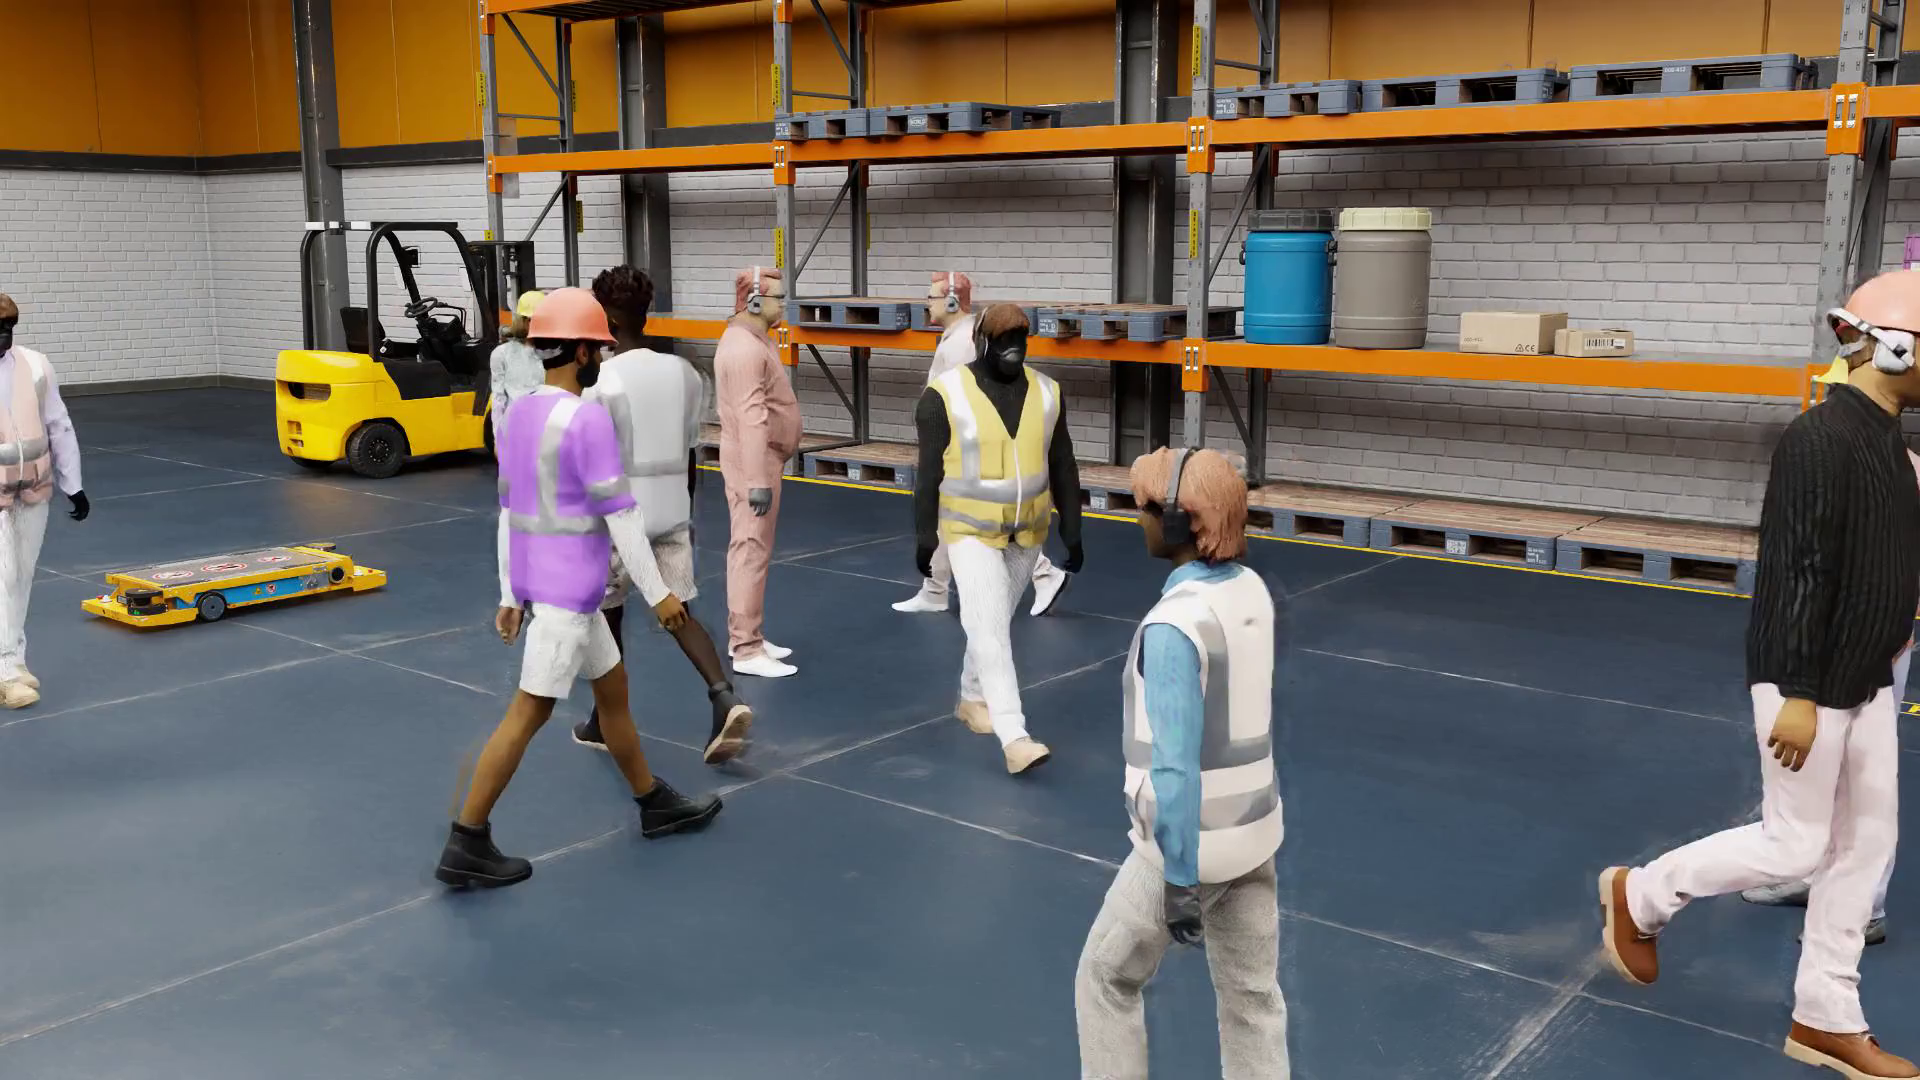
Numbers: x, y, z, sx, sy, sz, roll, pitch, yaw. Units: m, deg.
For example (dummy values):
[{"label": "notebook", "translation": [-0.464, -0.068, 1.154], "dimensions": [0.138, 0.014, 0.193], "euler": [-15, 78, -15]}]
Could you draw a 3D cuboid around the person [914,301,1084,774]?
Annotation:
[{"label": "person", "translation": [0.175, -0.030, 6.510], "dimensions": [0.644, 1.783, 1.008], "euler": [-5, 11, -26]}]

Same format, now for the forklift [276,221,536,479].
[{"label": "forklift", "translation": [-4.922, -1.741, 14.854], "dimensions": [1.214, 2.155, 2.313], "euler": [8, 13, 38]}]

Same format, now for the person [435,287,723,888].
[{"label": "person", "translation": [-1.270, 0.142, 5.327], "dimensions": [1.032, 1.885, 0.554], "euler": [-7, 12, -34]}]

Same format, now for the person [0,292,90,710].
[{"label": "person", "translation": [-4.157, -0.180, 7.299], "dimensions": [0.756, 1.806, 0.617], "euler": [6, 12, 31]}]

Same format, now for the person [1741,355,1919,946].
[{"label": "person", "translation": [2.554, 0.288, 4.791], "dimensions": [0.305, 1.772, 0.525], "euler": [0, 10, 0]}]

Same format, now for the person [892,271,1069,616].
[{"label": "person", "translation": [0.116, -0.497, 8.888], "dimensions": [0.911, 1.873, 0.656], "euler": [1, 10, 5]}]

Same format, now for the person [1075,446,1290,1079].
[{"label": "person", "translation": [0.425, 0.614, 3.401], "dimensions": [0.636, 1.618, 0.513], "euler": [7, 12, 34]}]

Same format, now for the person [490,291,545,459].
[{"label": "person", "translation": [-2.560, -0.635, 9.998], "dimensions": [0.490, 1.725, 0.576], "euler": [-3, 11, -15]}]

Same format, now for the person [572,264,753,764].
[{"label": "person", "translation": [-1.191, -0.084, 6.389], "dimensions": [0.884, 1.941, 0.613], "euler": [9, 14, 42]}]

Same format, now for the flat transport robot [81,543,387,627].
[{"label": "flat transport robot", "translation": [-4.015, 0.231, 9.258], "dimensions": [0.652, 0.197, 1.431], "euler": [8, 13, 38]}]

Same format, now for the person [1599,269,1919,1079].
[{"label": "person", "translation": [2.063, 0.316, 4.110], "dimensions": [0.639, 1.959, 0.722], "euler": [-8, 13, -38]}]

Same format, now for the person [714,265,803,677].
[{"label": "person", "translation": [-0.936, -0.322, 7.795], "dimensions": [0.403, 1.904, 0.651], "euler": [-2, 10, -9]}]
